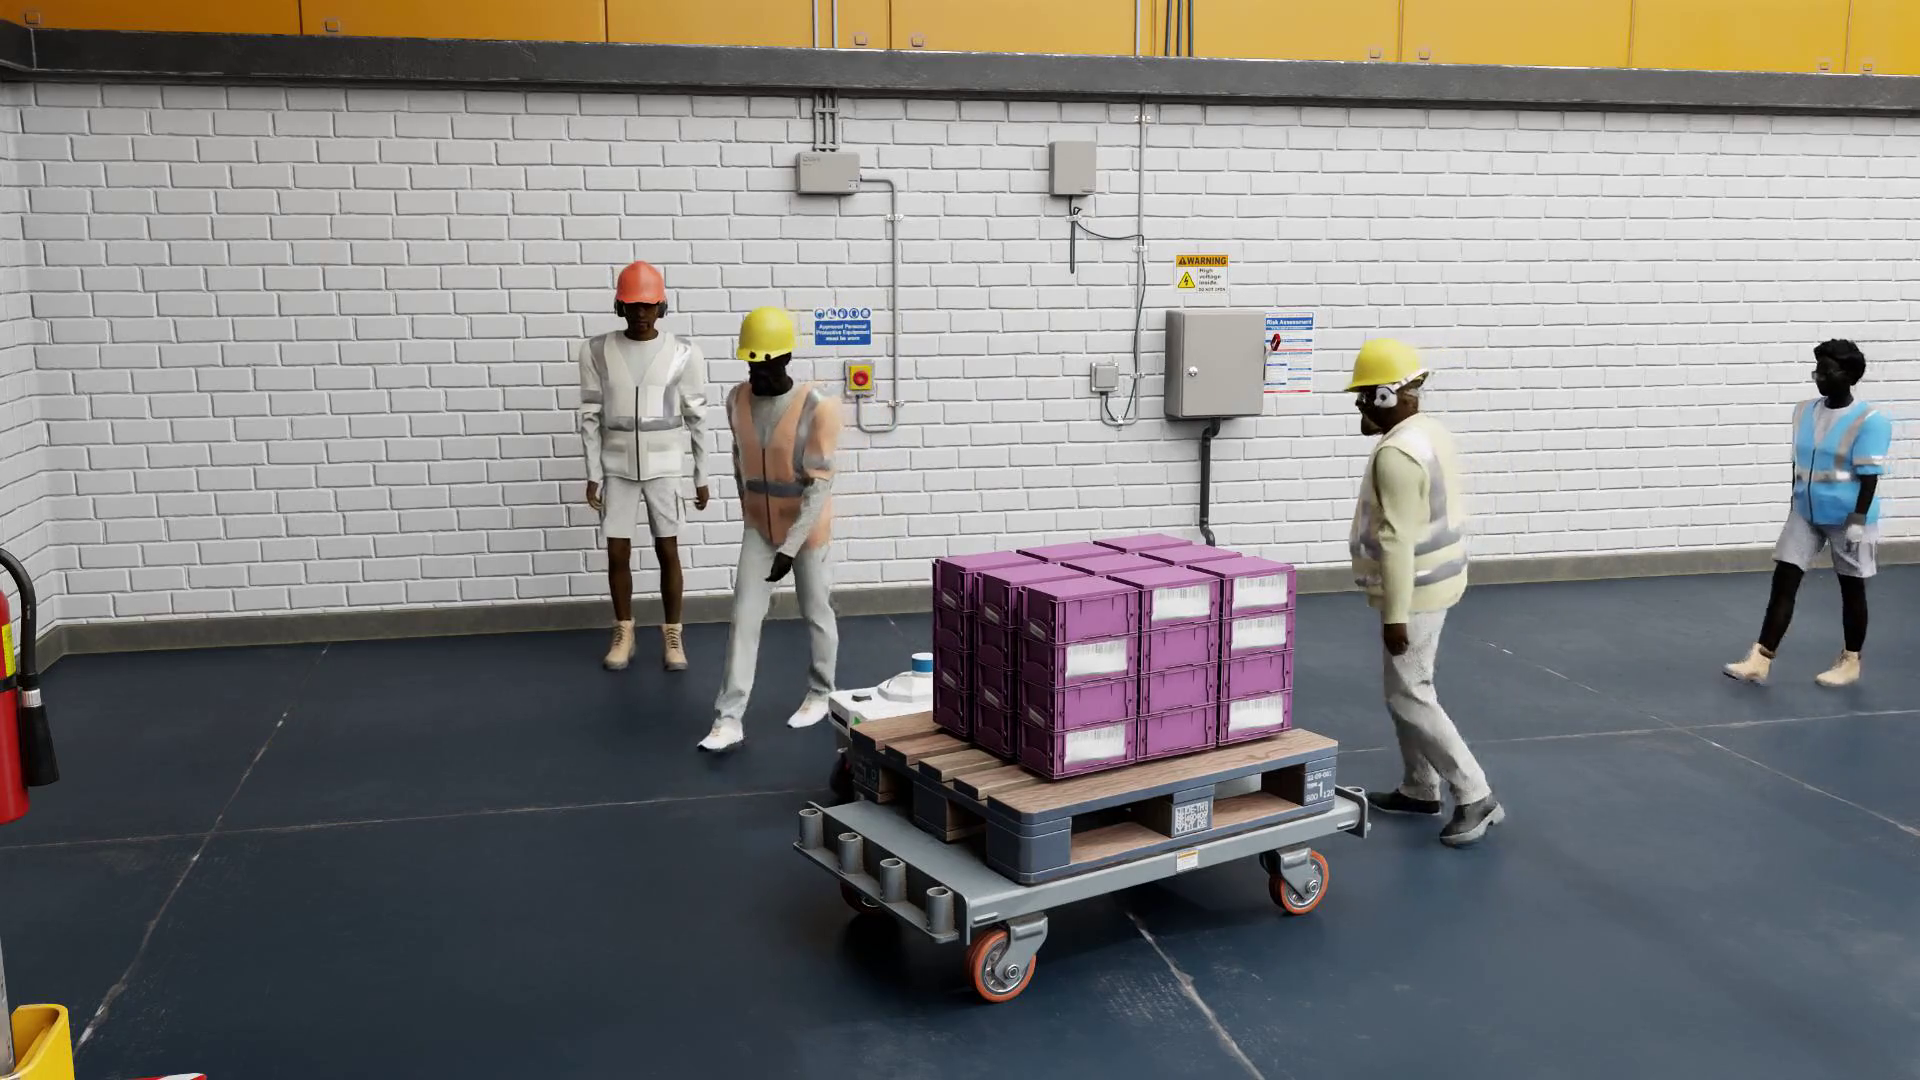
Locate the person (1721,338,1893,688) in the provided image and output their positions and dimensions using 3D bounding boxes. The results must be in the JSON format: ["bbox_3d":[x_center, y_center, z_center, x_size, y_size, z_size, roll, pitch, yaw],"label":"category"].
[{"bbox_3d":[3.995,-0.100,7.798,0.794,1.660,0.558,-4,11,-22],"label":"person"}]

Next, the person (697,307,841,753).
[{"bbox_3d":[-0.733,-0.038,6.951,0.586,1.853,1.020,5,11,25],"label":"person"}]

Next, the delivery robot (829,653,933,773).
[{"bbox_3d":[-0.134,0.675,6.351,0.707,0.478,0.477,-4,11,-23],"label":"delivery robot"}]

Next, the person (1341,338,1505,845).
[{"bbox_3d":[1.664,0.179,5.971,0.663,1.791,0.646,5,11,24],"label":"person"}]

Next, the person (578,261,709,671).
[{"bbox_3d":[-1.551,-0.348,8.195,0.615,2.030,0.448,-1,10,-4],"label":"person"}]
